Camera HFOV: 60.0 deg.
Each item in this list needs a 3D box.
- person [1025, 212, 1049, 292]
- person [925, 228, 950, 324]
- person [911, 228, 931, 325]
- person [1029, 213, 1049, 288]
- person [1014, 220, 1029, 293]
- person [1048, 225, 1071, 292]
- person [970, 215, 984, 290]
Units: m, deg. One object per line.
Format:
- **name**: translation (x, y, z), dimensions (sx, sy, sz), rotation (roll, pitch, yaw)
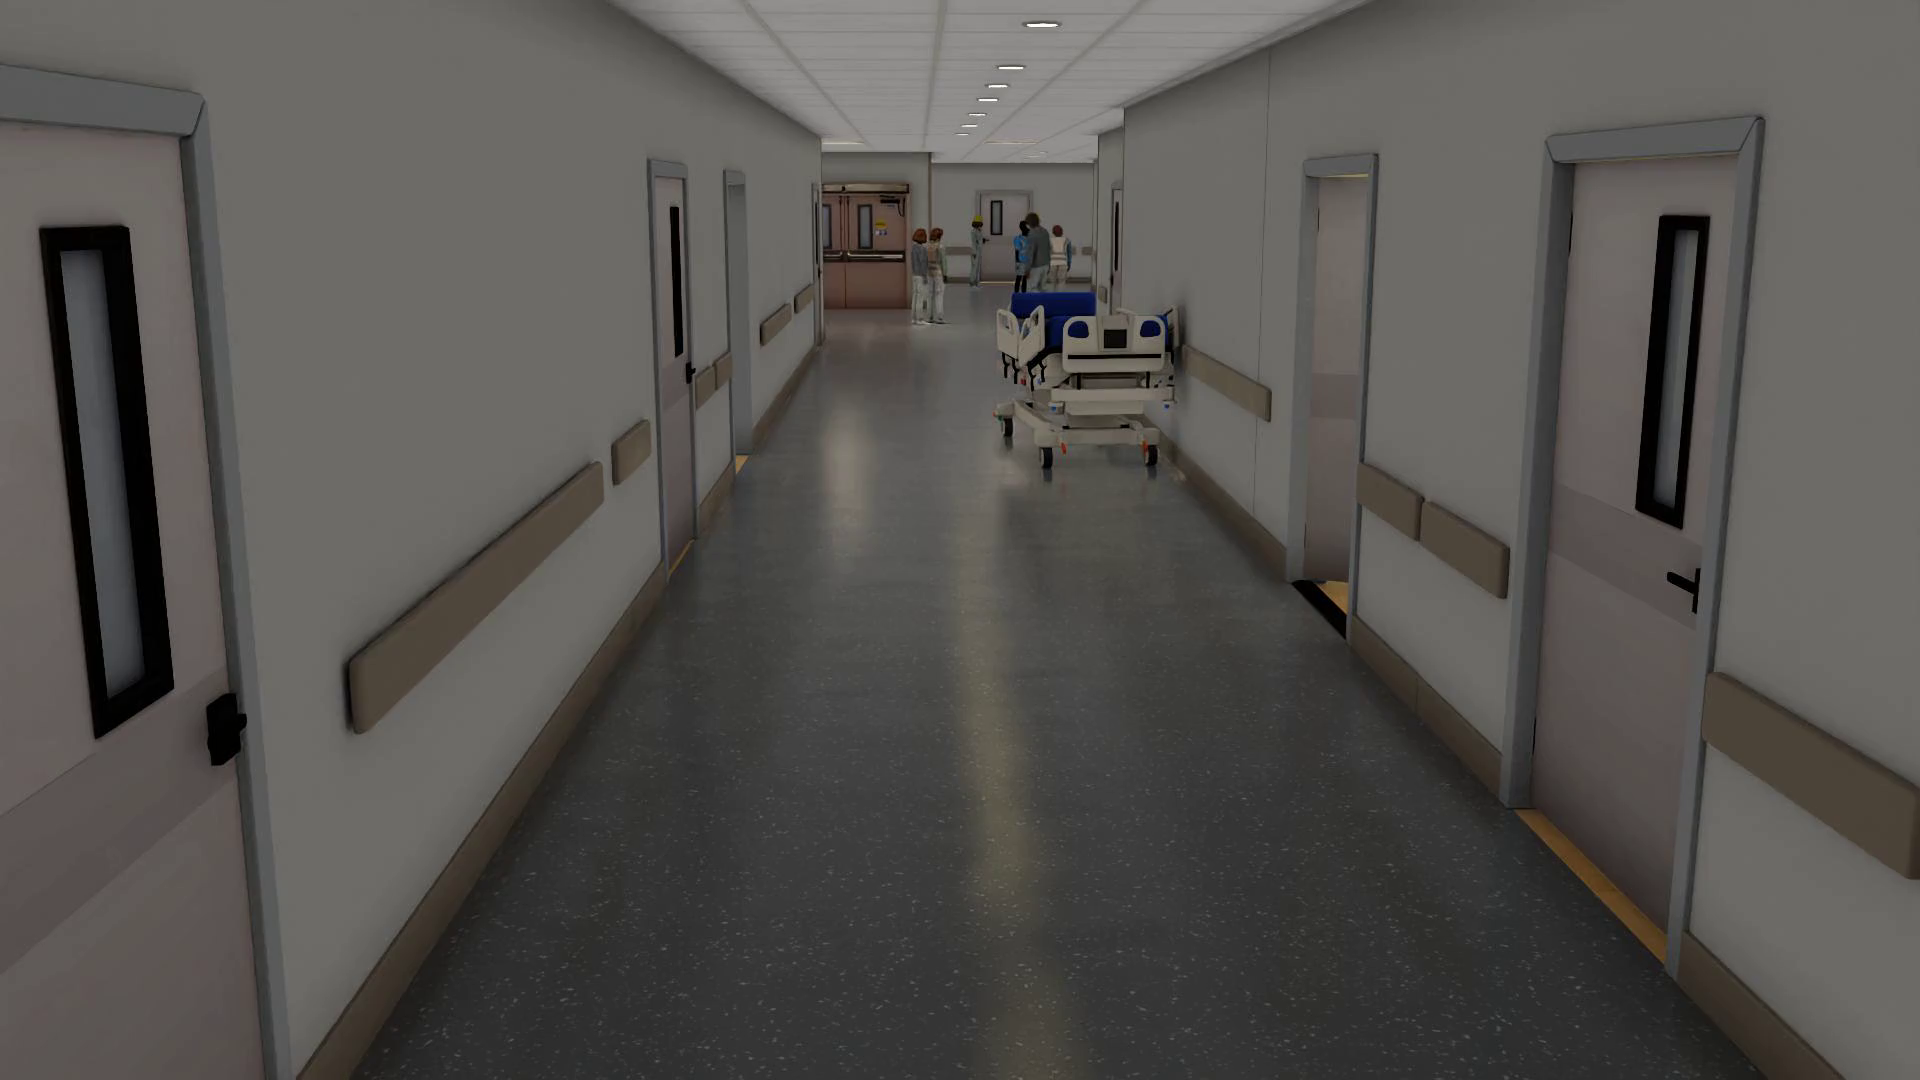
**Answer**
- **person**: translation (1.378, -4.754, 28.976), dimensions (0.491, 1.916, 0.687), rotation (7, 13, 30)
- **person**: translation (-0.403, -4.534, 28.577), dimensions (0.307, 1.638, 0.513), rotation (-10, 15, -41)
- **person**: translation (-0.673, -4.467, 28.258), dimensions (0.272, 1.632, 0.507), rotation (-5, 12, -21)
- **person**: translation (1.675, -6.314, 36.813), dimensions (0.608, 1.820, 0.418), rotation (-2, 12, -11)
- **person**: translation (1.303, -5.666, 33.944), dimensions (0.317, 1.695, 0.540), rotation (10, 15, 39)
- **person**: translation (1.973, -5.520, 33.450), dimensions (0.521, 1.609, 0.528), rotation (1, 12, 4)
- **person**: translation (0.414, -6.797, 39.341), dimensions (0.314, 1.743, 0.493), rotation (4, 12, 17)
